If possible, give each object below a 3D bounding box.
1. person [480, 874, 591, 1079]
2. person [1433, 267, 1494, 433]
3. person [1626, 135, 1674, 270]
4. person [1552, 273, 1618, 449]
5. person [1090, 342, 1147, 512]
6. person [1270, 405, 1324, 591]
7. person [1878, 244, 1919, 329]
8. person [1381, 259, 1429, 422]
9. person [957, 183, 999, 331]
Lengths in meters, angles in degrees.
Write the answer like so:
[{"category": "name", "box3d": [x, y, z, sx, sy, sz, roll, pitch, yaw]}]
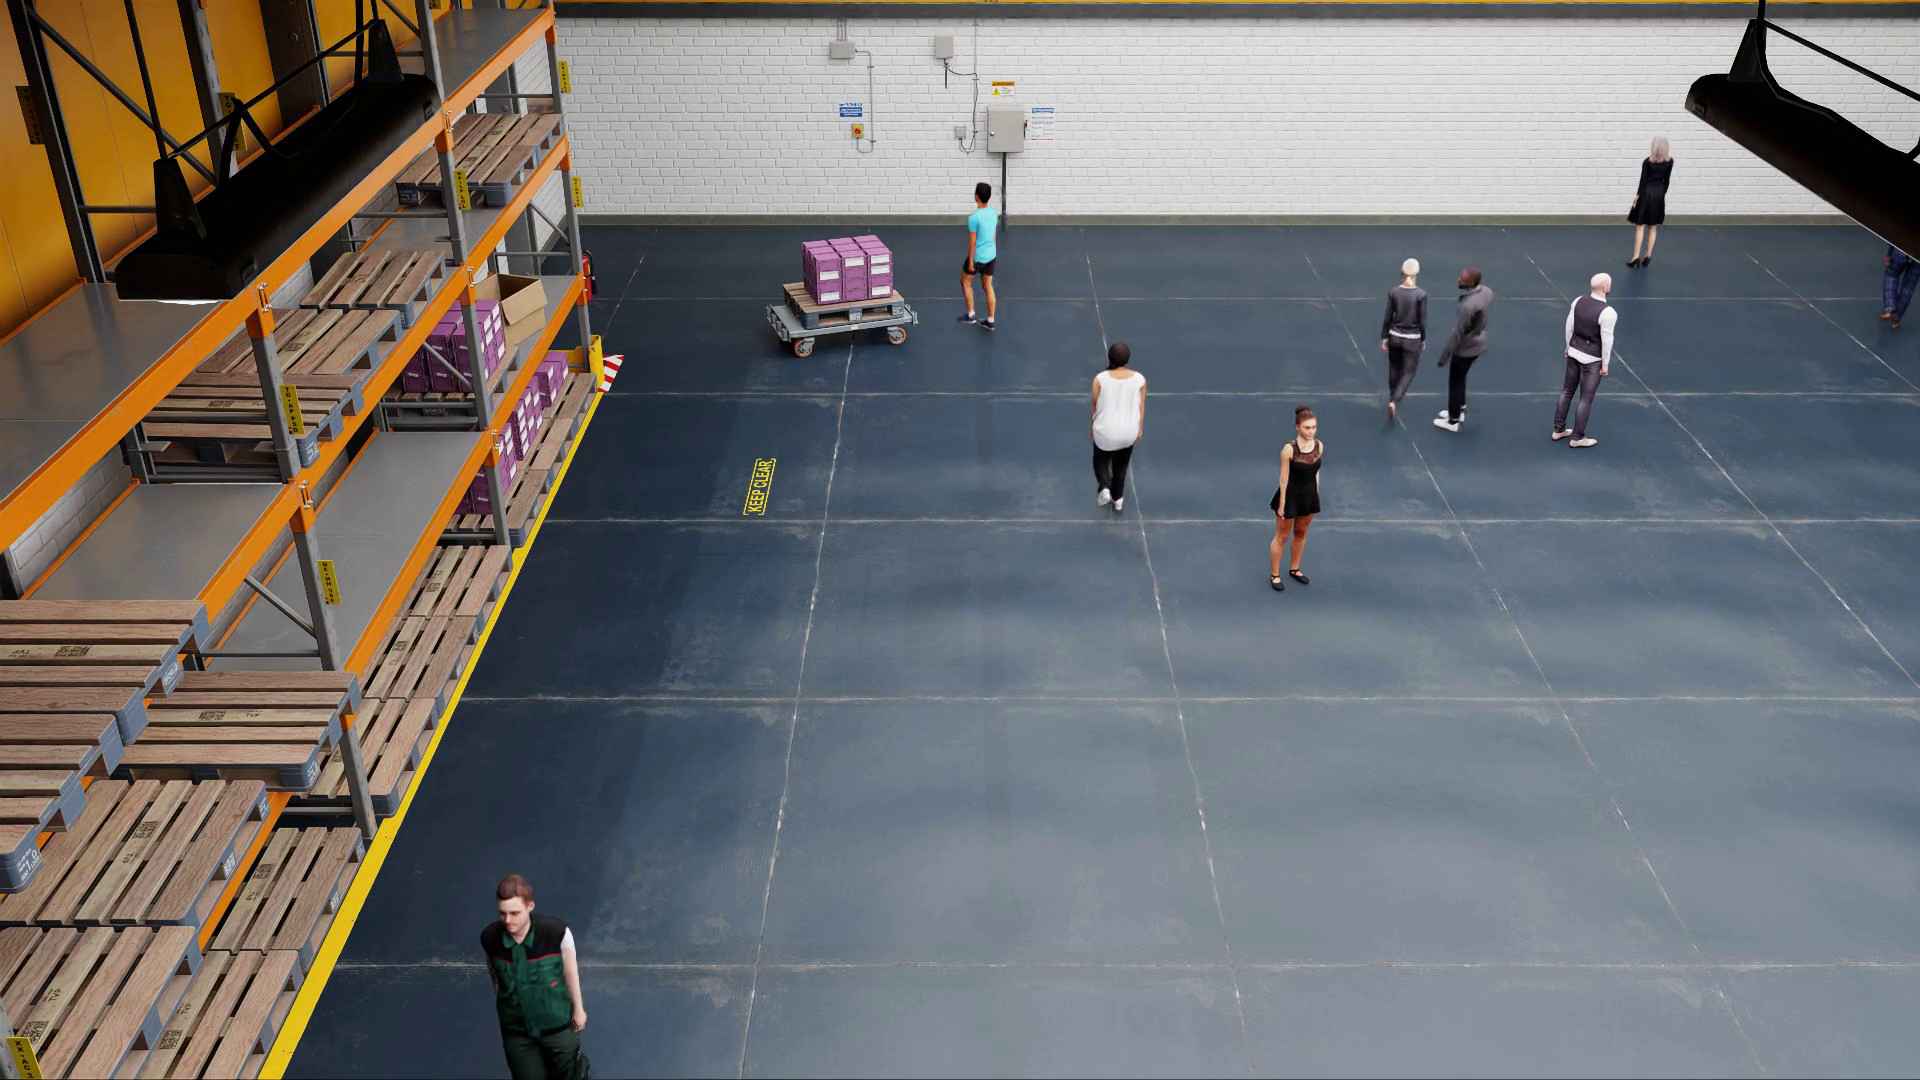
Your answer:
[{"category": "person", "box3d": [-2.237, 2.514, 8.918, 0.663, 1.829, 0.924, -1, 29, -2]}, {"category": "person", "box3d": [5.247, -1.944, 17.114, 0.920, 1.807, 0.821, 22, 35, 34]}, {"category": "person", "box3d": [9.009, -4.424, 21.724, 0.624, 1.747, 0.594, -3, 29, -6]}, {"category": "person", "box3d": [6.356, -1.837, 16.903, 0.840, 1.822, 0.715, -16, 32, -27]}, {"category": "person", "box3d": [1.451, -1.029, 15.576, 0.650, 1.675, 0.650, -1, 29, -1]}, {"category": "person", "box3d": [2.920, -0.372, 14.370, 0.665, 1.675, 0.680, -12, 31, -21]}, {"category": "person", "box3d": [11.293, -3.373, 19.733, 0.805, 1.809, 0.820, 13, 31, 22]}, {"category": "person", "box3d": [4.662, -2.094, 17.501, 0.940, 1.701, 1.080, 18, 33, 29]}, {"category": "person", "box3d": [0.329, -3.313, 19.680, 0.848, 1.754, 0.909, -24, 37, -37]}]
